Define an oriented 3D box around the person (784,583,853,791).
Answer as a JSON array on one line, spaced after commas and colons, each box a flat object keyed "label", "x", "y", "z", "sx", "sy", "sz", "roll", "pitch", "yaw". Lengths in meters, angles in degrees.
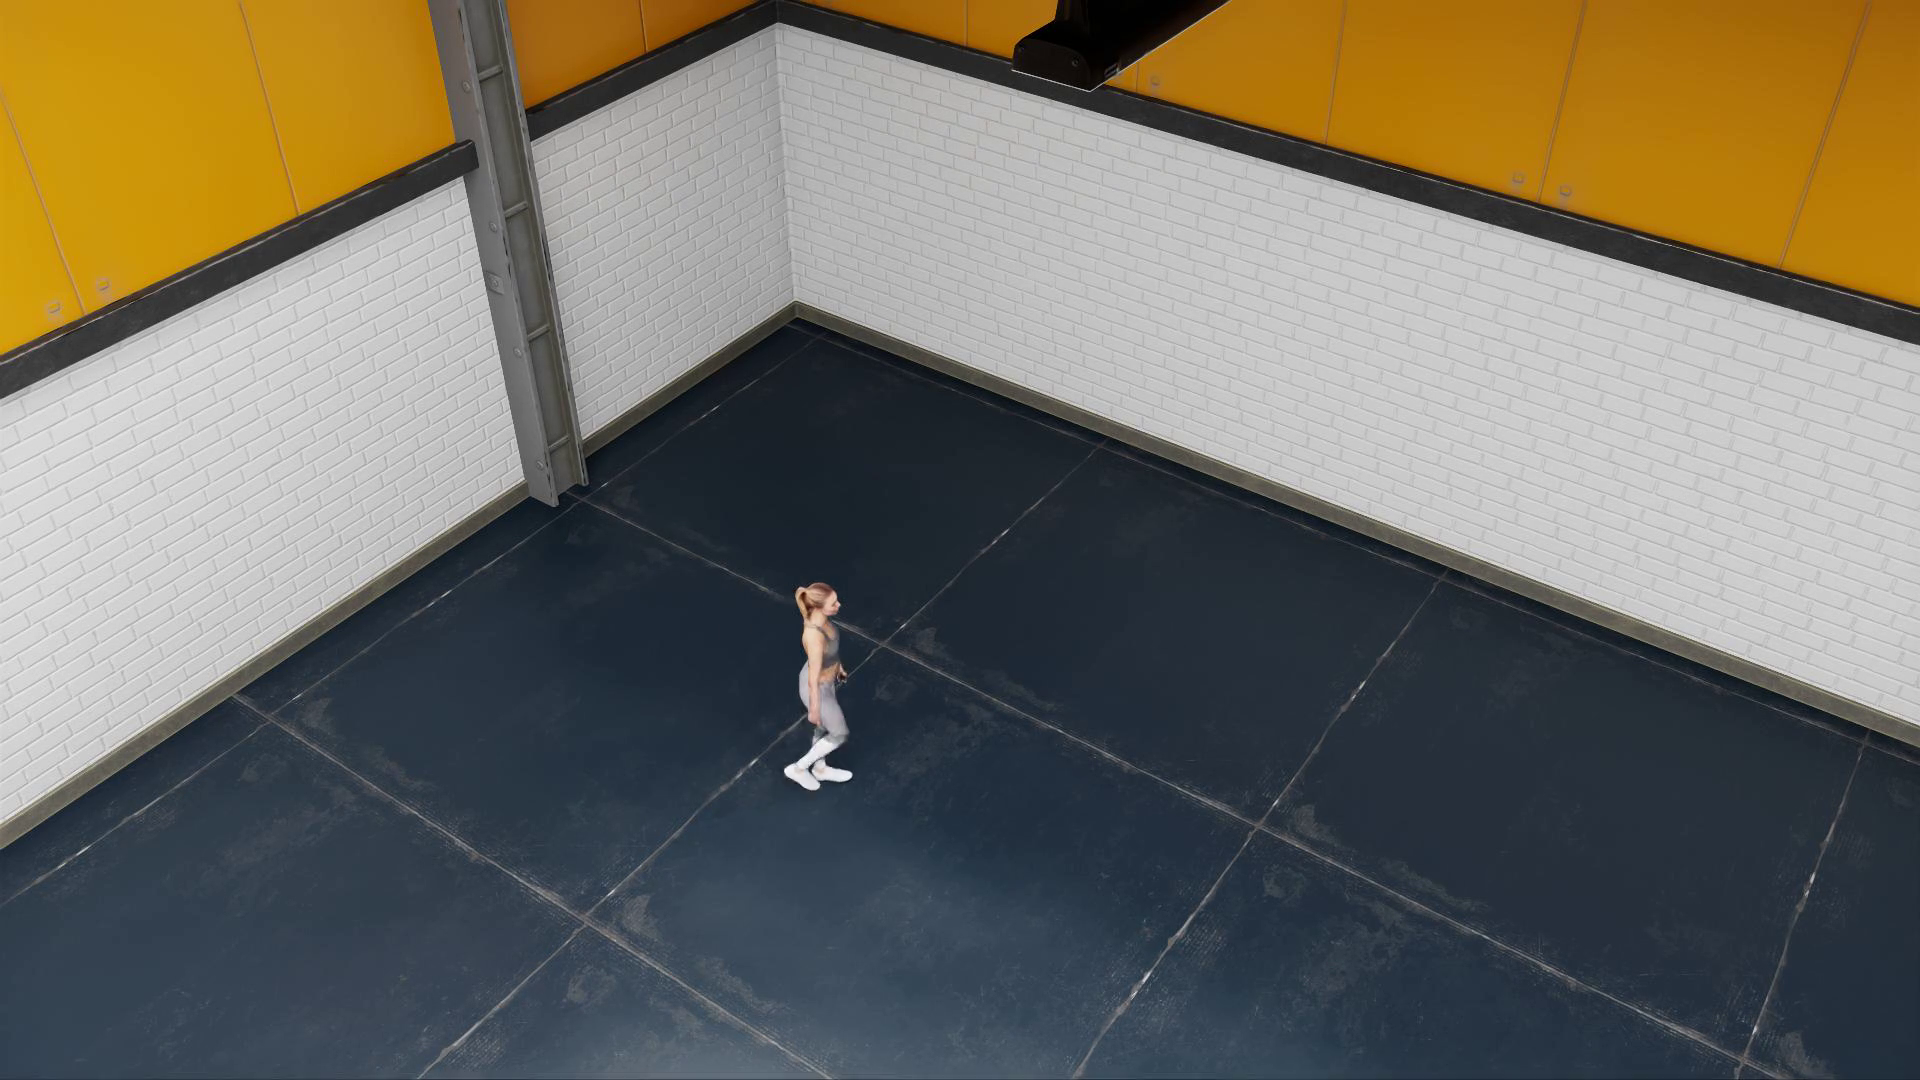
[{"label": "person", "x": -0.960, "y": 0.934, "z": 10.355, "sx": 0.816, "sy": 1.690, "sz": 0.756, "roll": -4, "pitch": 39, "yaw": -5}]
